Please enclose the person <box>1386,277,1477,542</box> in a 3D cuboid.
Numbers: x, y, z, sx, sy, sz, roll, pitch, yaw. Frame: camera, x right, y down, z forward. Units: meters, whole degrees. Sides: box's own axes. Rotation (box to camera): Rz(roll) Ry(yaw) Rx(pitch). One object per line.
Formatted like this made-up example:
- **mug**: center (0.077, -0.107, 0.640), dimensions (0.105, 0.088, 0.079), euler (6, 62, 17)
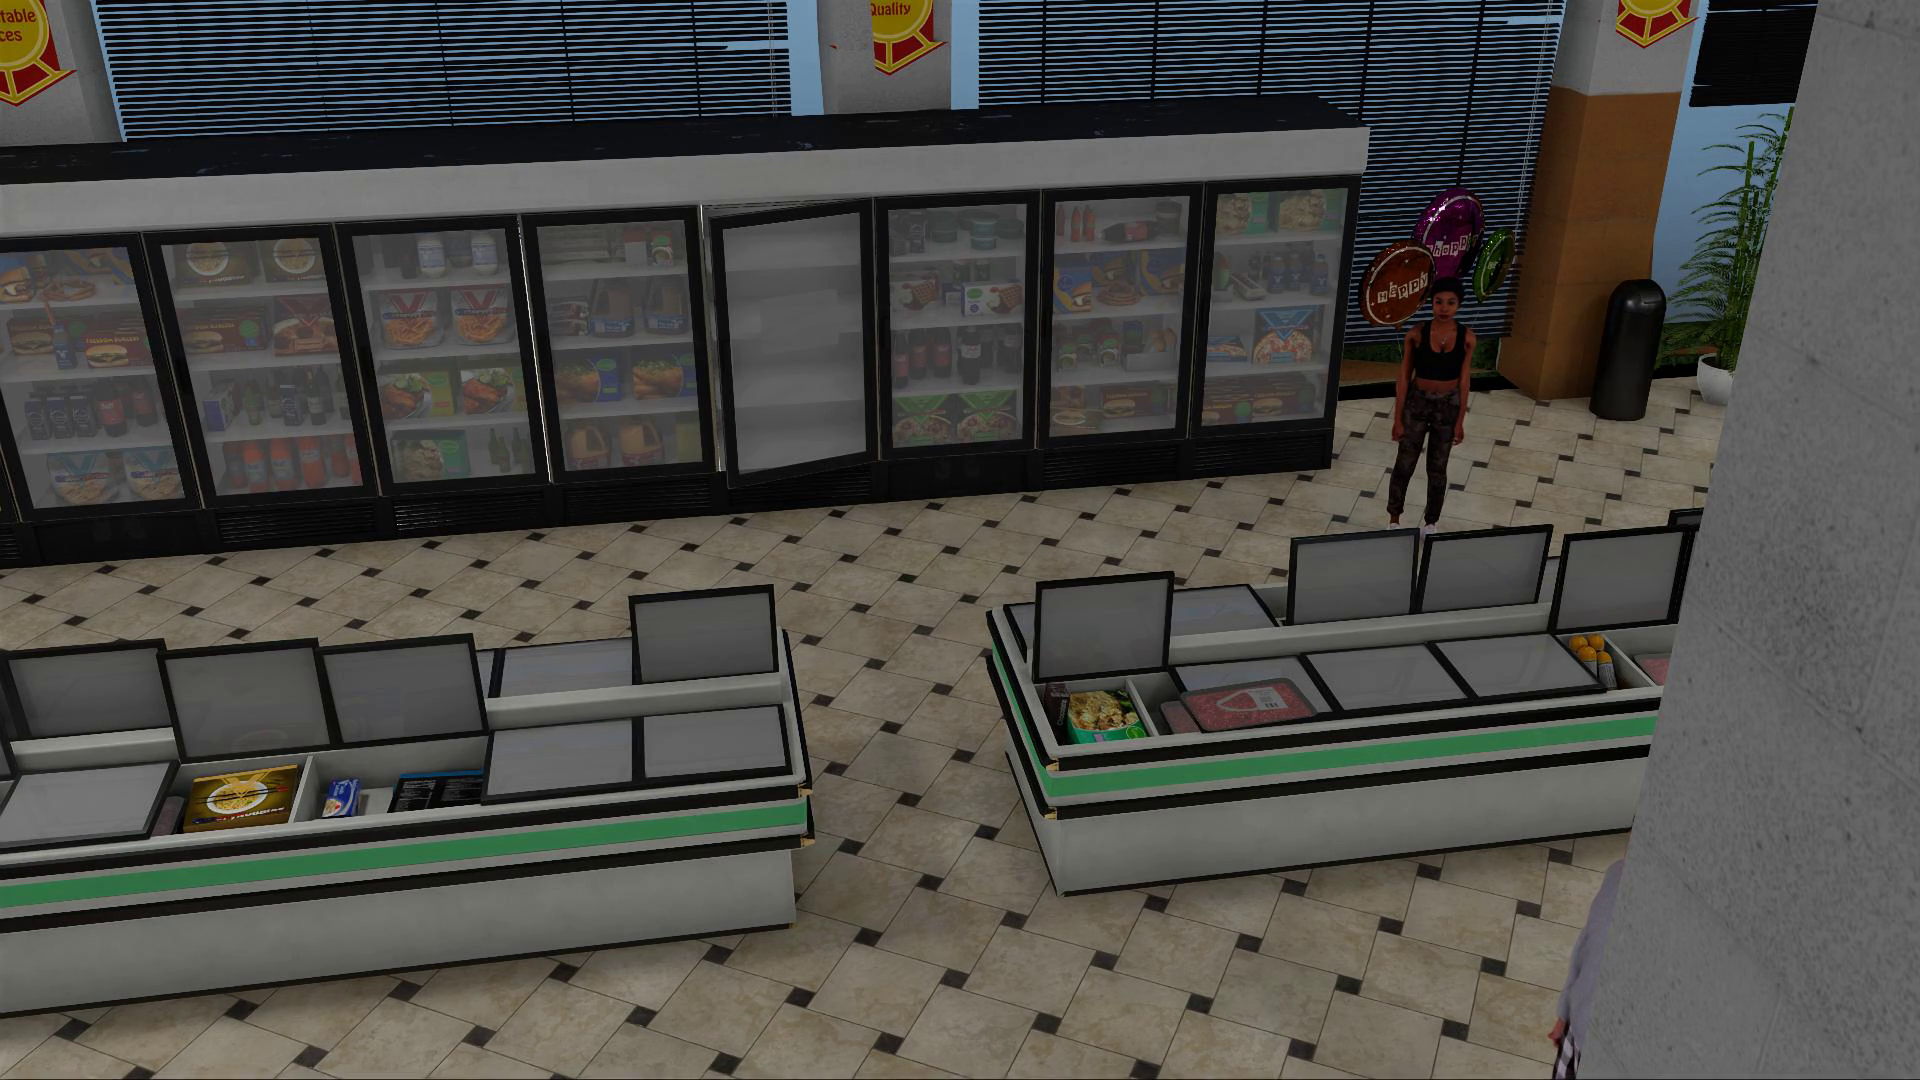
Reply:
- **person**: center (2.786, -0.746, 9.851), dimensions (0.571, 1.700, 0.705), euler (5, 27, 9)
